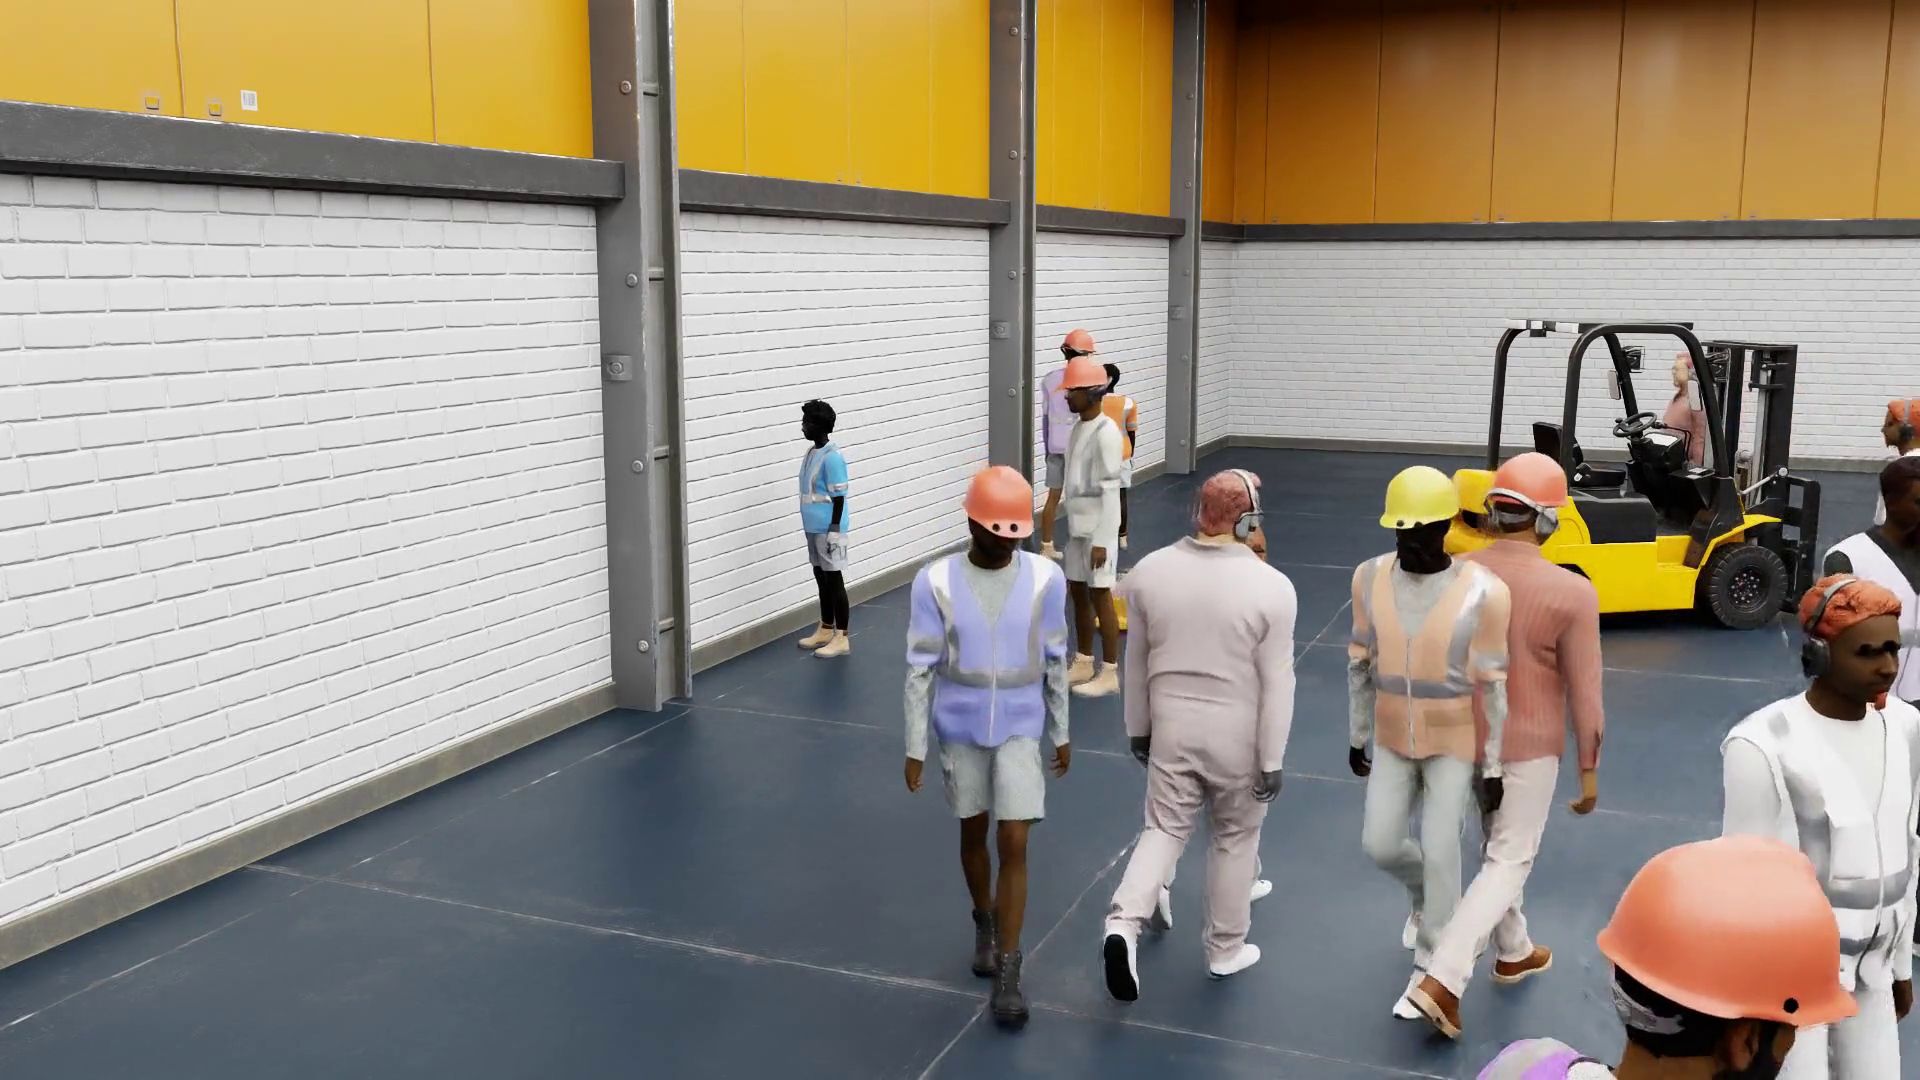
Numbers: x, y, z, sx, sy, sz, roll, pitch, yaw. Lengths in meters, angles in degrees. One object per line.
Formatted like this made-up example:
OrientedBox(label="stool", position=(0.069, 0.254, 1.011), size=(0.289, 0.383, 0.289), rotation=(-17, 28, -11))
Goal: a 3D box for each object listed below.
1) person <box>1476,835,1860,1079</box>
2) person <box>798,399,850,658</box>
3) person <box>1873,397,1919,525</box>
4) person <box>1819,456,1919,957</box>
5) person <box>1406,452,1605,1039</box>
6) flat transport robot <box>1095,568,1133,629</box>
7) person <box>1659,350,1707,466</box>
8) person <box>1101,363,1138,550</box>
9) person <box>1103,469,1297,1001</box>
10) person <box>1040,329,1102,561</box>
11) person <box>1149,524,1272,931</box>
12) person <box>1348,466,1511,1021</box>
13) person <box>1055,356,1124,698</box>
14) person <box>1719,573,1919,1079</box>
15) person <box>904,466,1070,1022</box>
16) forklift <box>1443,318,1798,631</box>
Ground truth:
OrientedBox(label="person", position=(0.720, 1.287, 2.060), size=(0.787, 1.909, 0.576), rotation=(-3, 10, -20))
OrientedBox(label="person", position=(-0.901, -0.080, 10.955), size=(0.318, 1.698, 0.539), rotation=(-4, 10, -23))
OrientedBox(label="person", position=(5.207, 0.151, 9.070), size=(0.590, 1.862, 0.651), rotation=(-8, 13, -41))
OrientedBox(label="person", position=(3.475, 0.599, 6.341), size=(0.596, 1.882, 1.002), rotation=(-2, 10, -14))
OrientedBox(label="person", position=(1.824, 0.681, 5.615), size=(0.994, 1.952, 0.634), rotation=(-8, 12, -40))
OrientedBox(label="flat transport robot", position=(1.418, 0.428, 12.200), size=(0.652, 0.197, 1.431), rotation=(2, 10, 13))
OrientedBox(label="person", position=(5.751, -0.561, 13.259), size=(0.407, 1.908, 0.647), rotation=(1, 9, 7))
OrientedBox(label="person", position=(1.336, -0.746, 15.021), size=(0.535, 1.693, 0.317), rotation=(0, 9, -2))
OrientedBox(label="person", position=(0.833, 0.693, 5.788), size=(0.655, 1.882, 0.778), rotation=(6, 11, 30))
OrientedBox(label="person", position=(0.971, -0.785, 14.268), size=(0.623, 2.030, 0.446), rotation=(8, 12, 39))
OrientedBox(label="person", position=(0.989, 0.710, 6.464), size=(0.490, 1.599, 0.763), rotation=(7, 11, 35))
OrientedBox(label="person", position=(1.639, 0.673, 5.774), size=(0.598, 1.907, 0.619), rotation=(8, 12, 40))
OrientedBox(label="person", position=(0.755, -0.077, 9.909), size=(0.391, 2.040, 0.613), rotation=(-3, 10, -18))
OrientedBox(label="person", position=(1.987, 0.990, 3.952), size=(0.577, 1.873, 0.586), rotation=(-4, 10, -21))
OrientedBox(label="person", position=(0.102, 0.685, 5.736), size=(0.592, 1.882, 0.867), rotation=(0, 9, -3))
OrientedBox(label="forklift", position=(4.706, -0.497, 11.990), size=(2.313, 2.155, 1.214), rotation=(-2, 10, -10))
